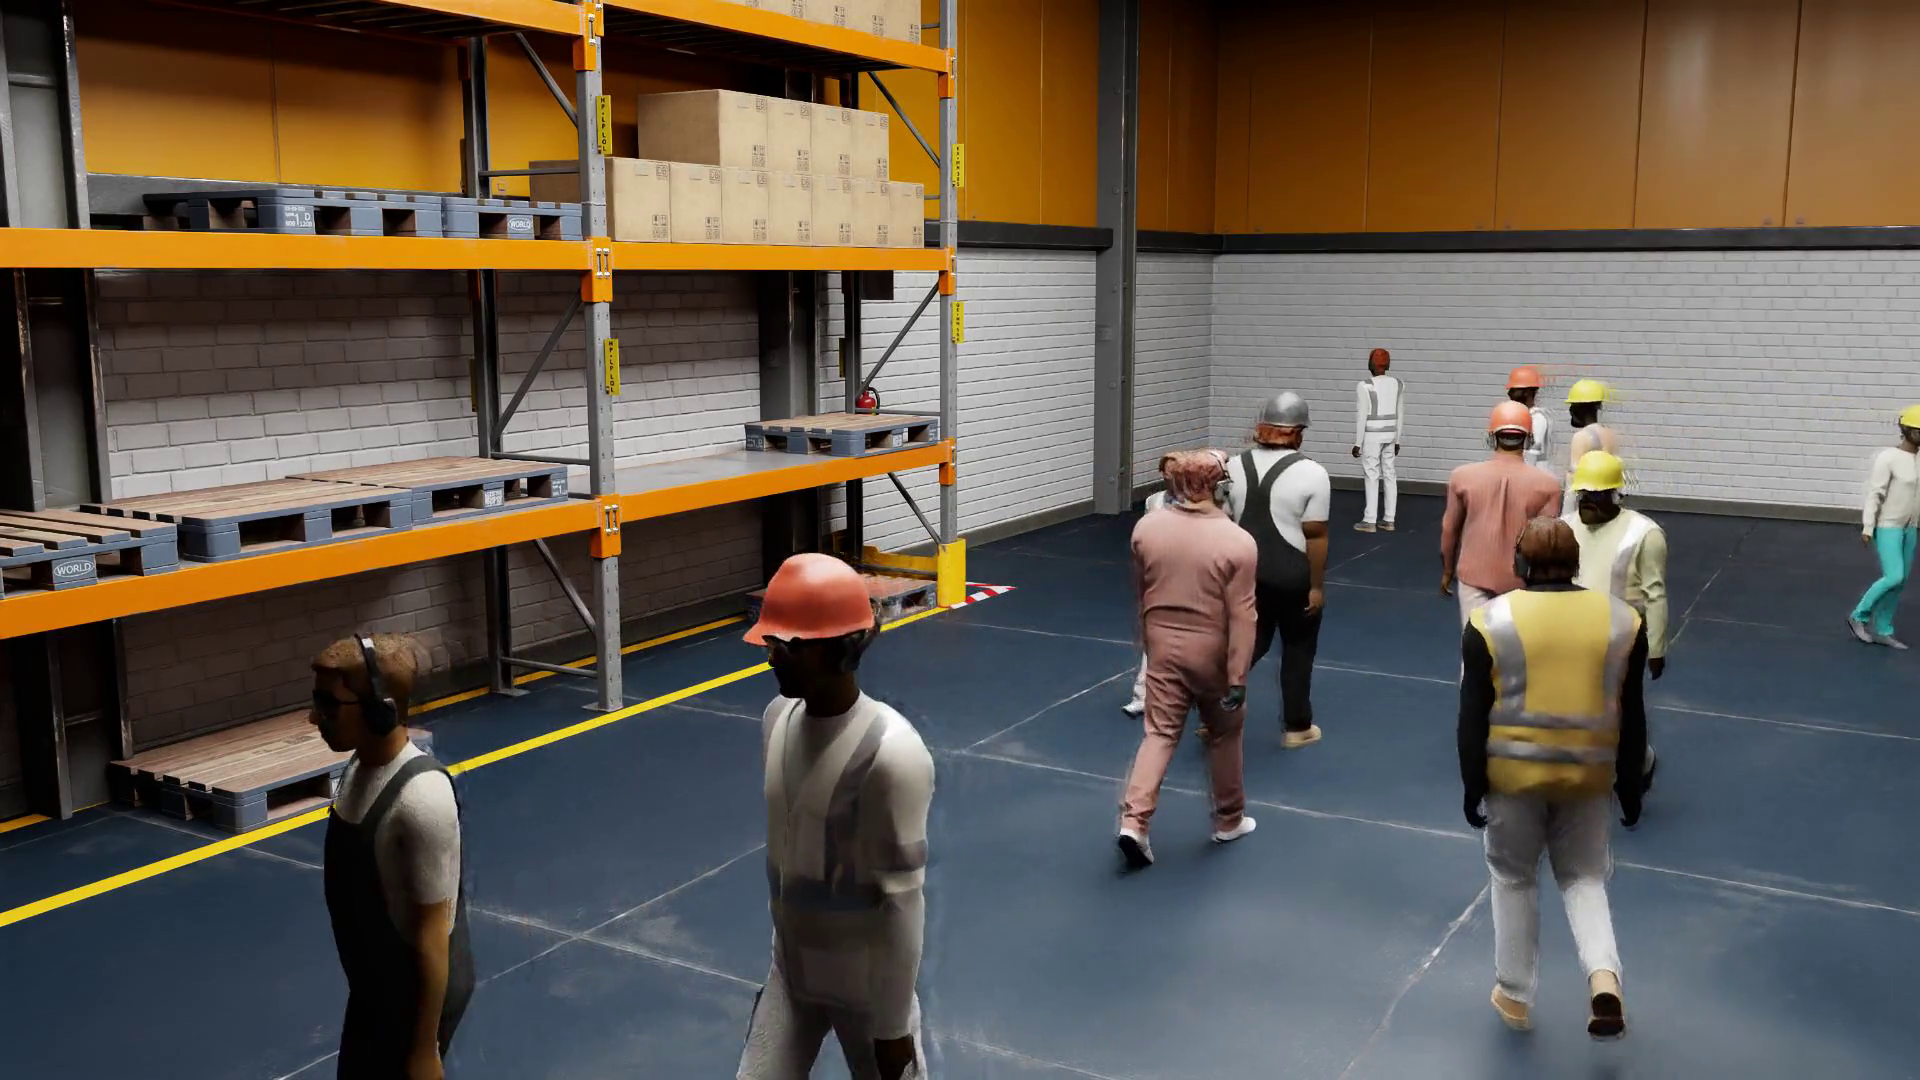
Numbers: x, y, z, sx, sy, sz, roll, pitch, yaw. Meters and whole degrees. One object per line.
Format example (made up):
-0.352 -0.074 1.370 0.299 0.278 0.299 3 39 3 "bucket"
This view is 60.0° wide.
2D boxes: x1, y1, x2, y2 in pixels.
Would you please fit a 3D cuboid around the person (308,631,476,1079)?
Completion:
-1.313 1.102 4.019 0.568 1.830 0.507 -7 12 -38 "person"

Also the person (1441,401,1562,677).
2.989 0.203 9.241 0.630 1.940 1.030 3 10 20 "person"

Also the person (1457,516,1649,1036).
2.026 0.838 5.690 0.637 1.818 0.624 1 9 4 "person"

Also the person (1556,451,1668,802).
3.109 0.465 8.031 0.528 1.810 0.615 -6 11 -34 "person"

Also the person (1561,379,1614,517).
4.560 -0.203 11.943 0.806 1.900 0.595 6 11 33 "person"

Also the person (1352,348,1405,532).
4.286 -1.018 17.071 0.575 1.882 0.361 -4 10 -22 "person"

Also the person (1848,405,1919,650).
6.589 -0.080 11.637 0.543 1.747 0.401 -4 10 -25 "person"

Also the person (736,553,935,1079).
-0.228 1.005 4.090 0.999 2.008 0.615 -7 12 -39 "person"

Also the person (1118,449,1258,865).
1.040 0.522 7.509 0.642 1.871 0.910 6 11 33 "person"

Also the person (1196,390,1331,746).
1.703 0.166 9.184 0.694 2.000 0.776 9 13 44 "person"

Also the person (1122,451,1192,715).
1.328 0.253 10.050 0.530 1.587 0.901 7 11 37 "person"

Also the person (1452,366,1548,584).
4.633 -0.486 13.747 0.984 1.883 0.565 0 9 1 "person"
